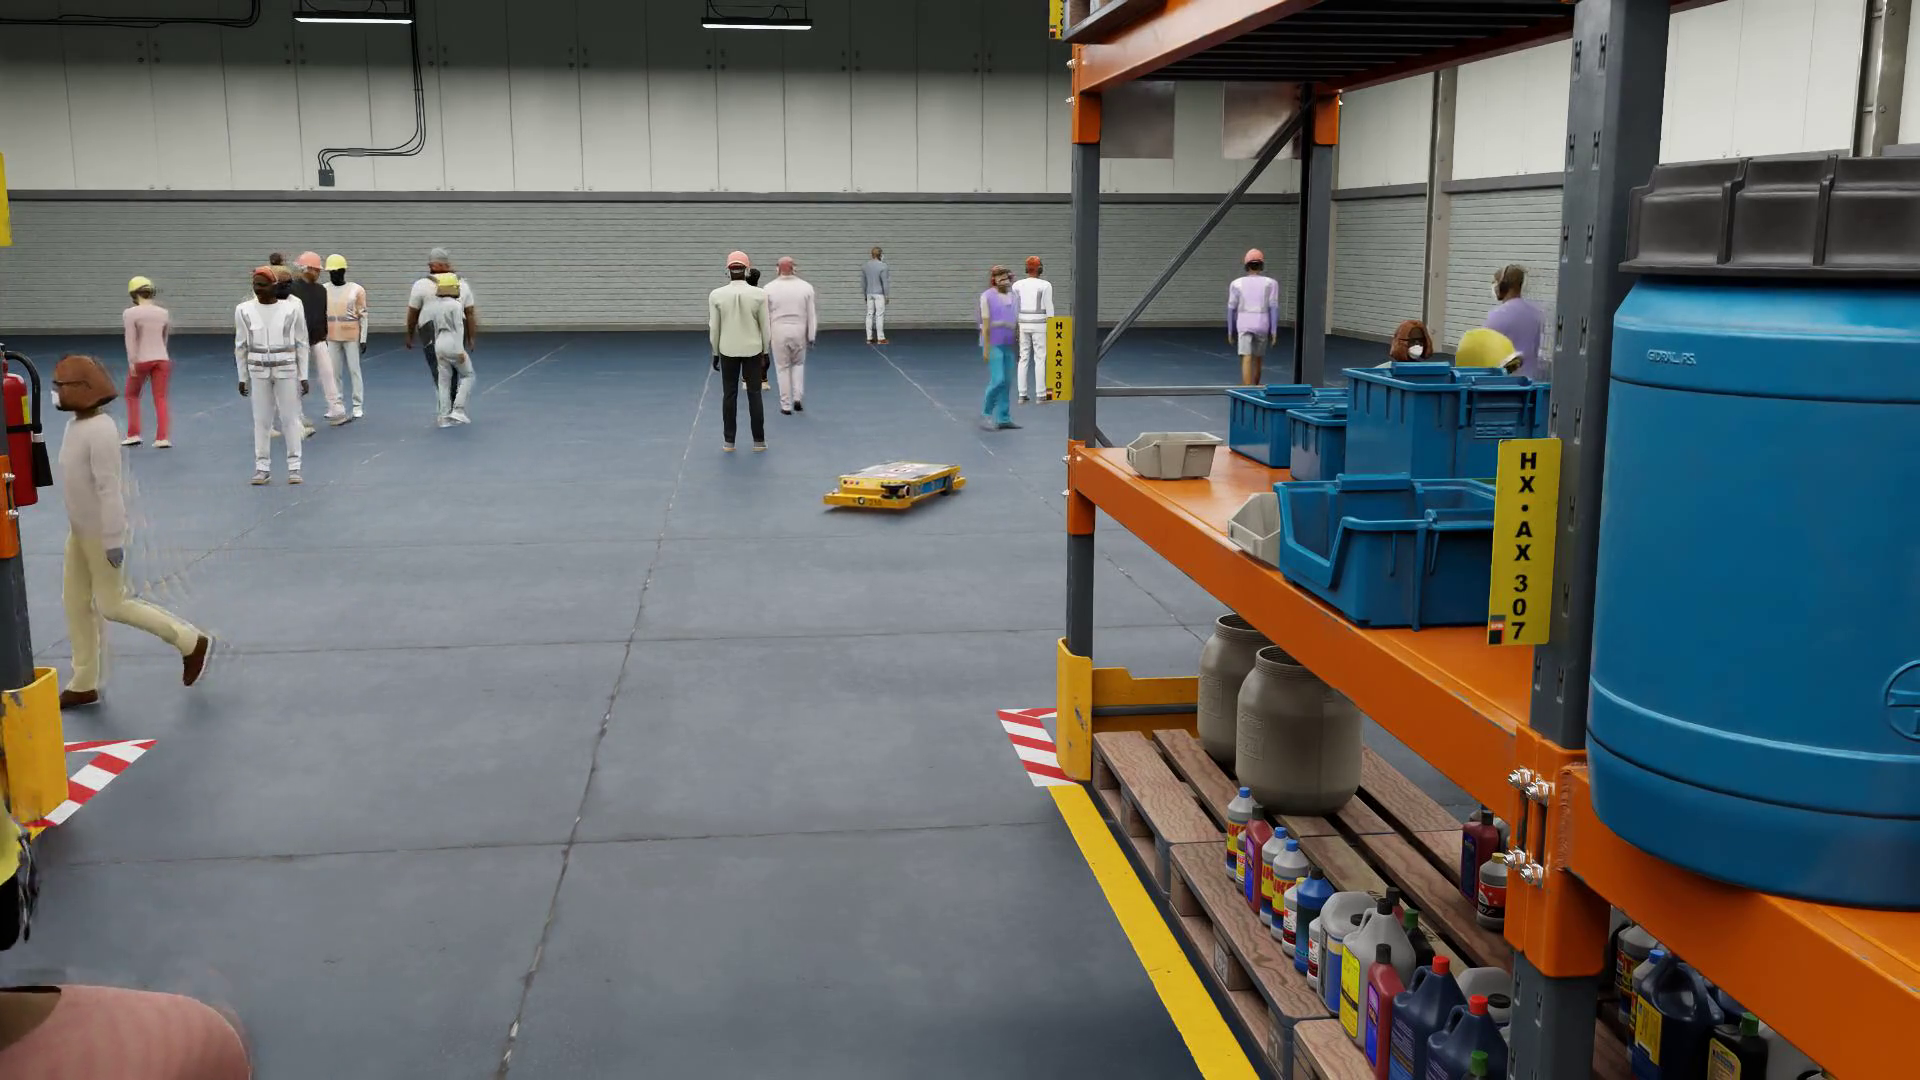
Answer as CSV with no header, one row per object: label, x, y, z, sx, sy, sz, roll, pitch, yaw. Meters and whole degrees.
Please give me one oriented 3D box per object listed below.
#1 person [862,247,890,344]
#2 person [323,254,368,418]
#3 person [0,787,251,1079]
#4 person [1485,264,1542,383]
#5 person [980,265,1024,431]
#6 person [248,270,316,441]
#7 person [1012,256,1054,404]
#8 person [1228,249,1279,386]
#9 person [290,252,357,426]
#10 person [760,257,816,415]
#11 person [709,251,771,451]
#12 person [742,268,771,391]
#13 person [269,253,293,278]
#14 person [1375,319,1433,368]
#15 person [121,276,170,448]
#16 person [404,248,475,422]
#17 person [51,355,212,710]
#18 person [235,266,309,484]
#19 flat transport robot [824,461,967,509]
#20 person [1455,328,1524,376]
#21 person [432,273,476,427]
person,-1.671,-4.871,33.160,0.635,1.935,0.354,7,13,34
person,-7.281,-2.395,19.611,0.589,1.927,0.386,1,10,3
person,-0.875,1.005,1.467,0.556,1.735,0.770,-4,11,-22
person,4.182,-1.156,12.838,0.434,1.926,0.636,9,14,42
person,0.421,-2.098,18.258,0.413,1.822,0.684,9,14,42
person,-7.149,-1.935,17.507,0.933,1.785,0.624,5,11,25
person,0.941,-2.687,21.328,0.585,1.883,0.343,6,12,28
person,3.681,-2.657,20.920,0.617,1.988,1.087,1,10,7
person,-7.240,-2.227,18.619,0.955,1.948,0.635,7,13,35
person,-2.094,-2.463,20.074,0.678,1.887,0.540,-3,11,-14
person,-2.181,-1.872,16.572,0.608,1.990,0.385,-1,10,-4
person,-2.862,-2.907,23.051,0.540,1.695,0.316,0,10,2
person,-13.862,-4.905,33.741,0.974,1.787,0.643,7,12,33
person,2.742,-0.544,10.269,0.501,1.633,0.283,-3,11,-15
person,-8.265,-1.801,16.916,0.678,1.732,0.516,7,13,34
person,-6.076,-2.405,19.356,0.698,2.000,0.992,-9,14,-41
person,-3.861,-0.040,7.573,0.673,1.614,0.503,-9,14,-41
person,-5.934,-1.417,14.370,0.581,1.882,0.339,-2,11,-12
flat transport robot,-0.506,-0.465,13.573,0.652,0.197,1.431,4,11,21
person,2.137,0.051,6.650,0.623,1.770,0.912,-3,11,-17
person,-5.721,-2.140,18.742,0.519,1.724,0.445,7,12,32
